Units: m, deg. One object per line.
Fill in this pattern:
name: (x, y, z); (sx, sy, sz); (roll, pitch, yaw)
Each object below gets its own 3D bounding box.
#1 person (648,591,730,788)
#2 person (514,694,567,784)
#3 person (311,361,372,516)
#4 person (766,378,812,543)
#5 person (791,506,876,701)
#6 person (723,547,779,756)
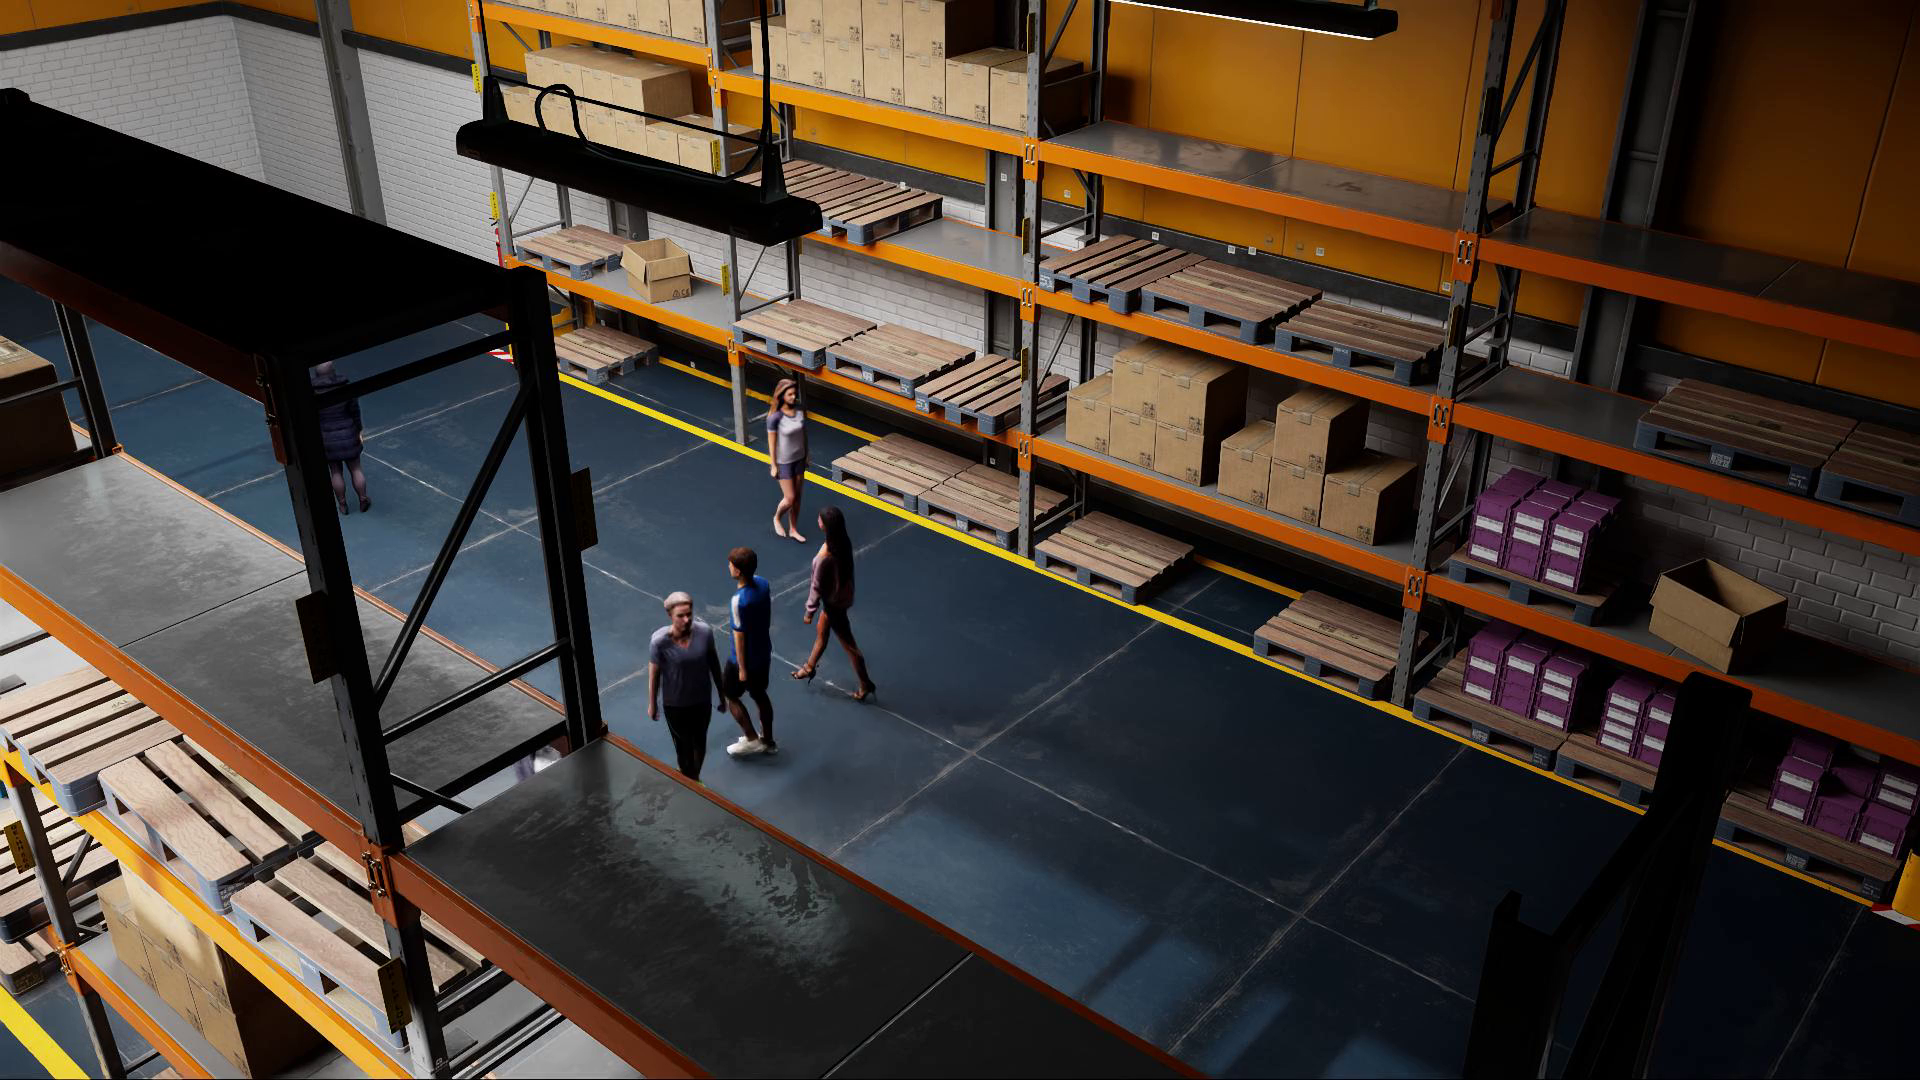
person: (-2.070, 1.176, 12.431); (0.857, 1.868, 0.957); (-16, 33, -27)
person: (-2.855, 1.724, 11.723); (0.802, 1.585, 0.848); (-6, 29, -12)
person: (-6.245, -1.039, 16.695); (0.790, 1.674, 0.827); (-8, 30, -14)
person: (-1.718, -0.791, 16.187); (0.624, 1.725, 0.641); (-25, 38, -38)
person: (-0.922, 0.576, 13.631); (1.107, 1.773, 0.871); (9, 30, 17)
person: (-1.560, 0.898, 12.954); (0.750, 1.855, 0.756); (9, 30, 16)
